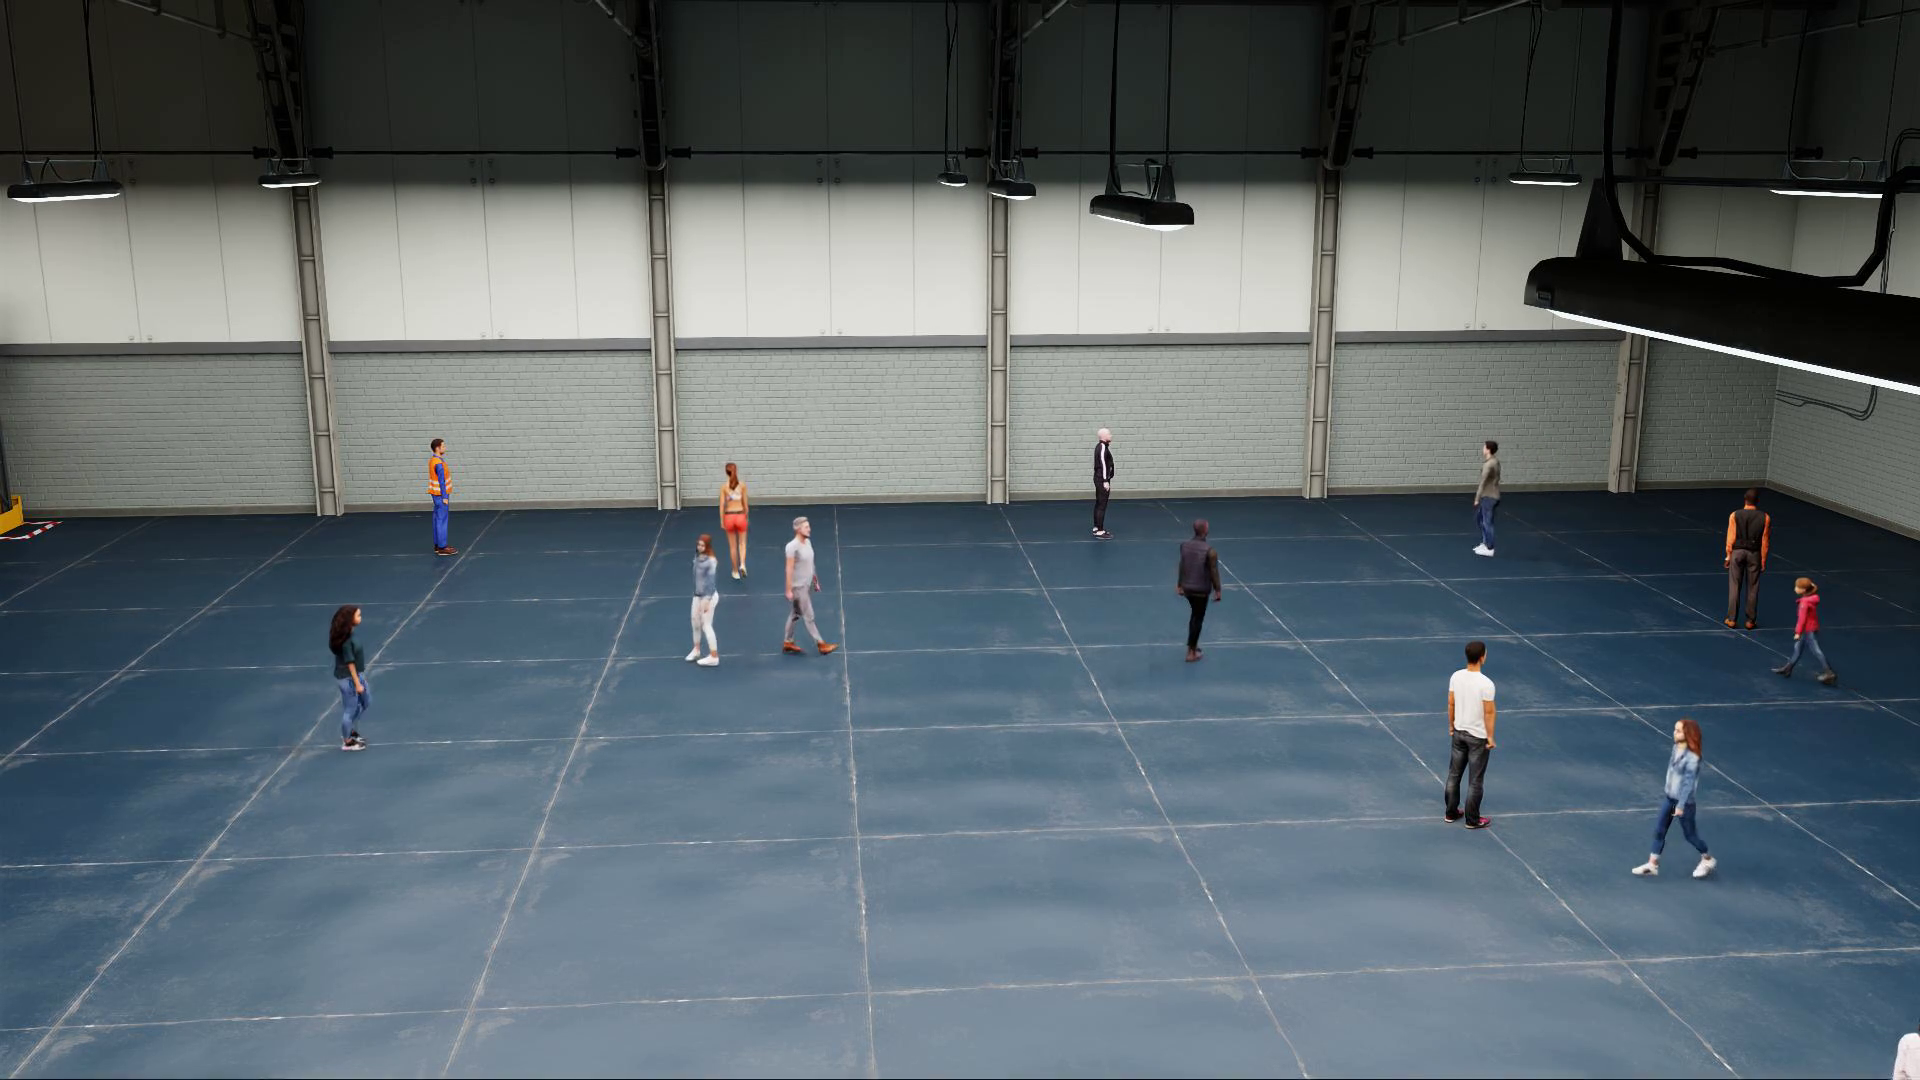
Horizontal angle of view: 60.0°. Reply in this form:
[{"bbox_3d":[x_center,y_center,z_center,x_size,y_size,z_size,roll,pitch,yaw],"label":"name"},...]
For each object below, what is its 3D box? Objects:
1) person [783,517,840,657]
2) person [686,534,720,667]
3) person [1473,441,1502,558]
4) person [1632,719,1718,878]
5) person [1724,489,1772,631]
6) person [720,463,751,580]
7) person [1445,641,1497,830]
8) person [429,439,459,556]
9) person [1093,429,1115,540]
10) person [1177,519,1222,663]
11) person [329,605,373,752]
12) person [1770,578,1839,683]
[{"bbox_3d":[-2.121,0.595,21.201,1.179,1.797,0.976,4,14,17],"label":"person"},{"bbox_3d":[-3.137,0.748,20.822,0.792,1.670,0.777,-8,16,-32],"label":"person"},{"bbox_3d":[8.499,-0.648,26.436,0.864,1.856,0.834,8,15,32],"label":"person"},{"bbox_3d":[6.407,2.293,14.621,0.979,1.458,0.611,-2,13,-10],"label":"person"},{"bbox_3d":[10.613,0.248,22.452,0.725,1.907,0.847,6,14,24],"label":"person"},{"bbox_3d":[-3.352,-0.259,24.918,0.742,1.783,0.743,-4,14,-16],"label":"person"},{"bbox_3d":[4.848,1.841,15.816,0.731,1.799,0.722,-10,16,-37],"label":"person"},{"bbox_3d":[-8.333,-0.707,26.678,0.766,1.863,0.789,-7,15,-29],"label":"person"},{"bbox_3d":[2.373,-0.962,27.836,0.548,1.837,0.655,-1,13,-5],"label":"person"},{"bbox_3d":[2.924,0.648,20.916,0.852,1.823,0.897,13,18,44],"label":"person"},{"bbox_3d":[-6.615,1.488,17.775,0.635,1.602,0.616,-3,13,-13],"label":"person"},{"bbox_3d":[10.344,1.121,20.108,1.011,1.264,0.860,9,16,33],"label":"person"}]
